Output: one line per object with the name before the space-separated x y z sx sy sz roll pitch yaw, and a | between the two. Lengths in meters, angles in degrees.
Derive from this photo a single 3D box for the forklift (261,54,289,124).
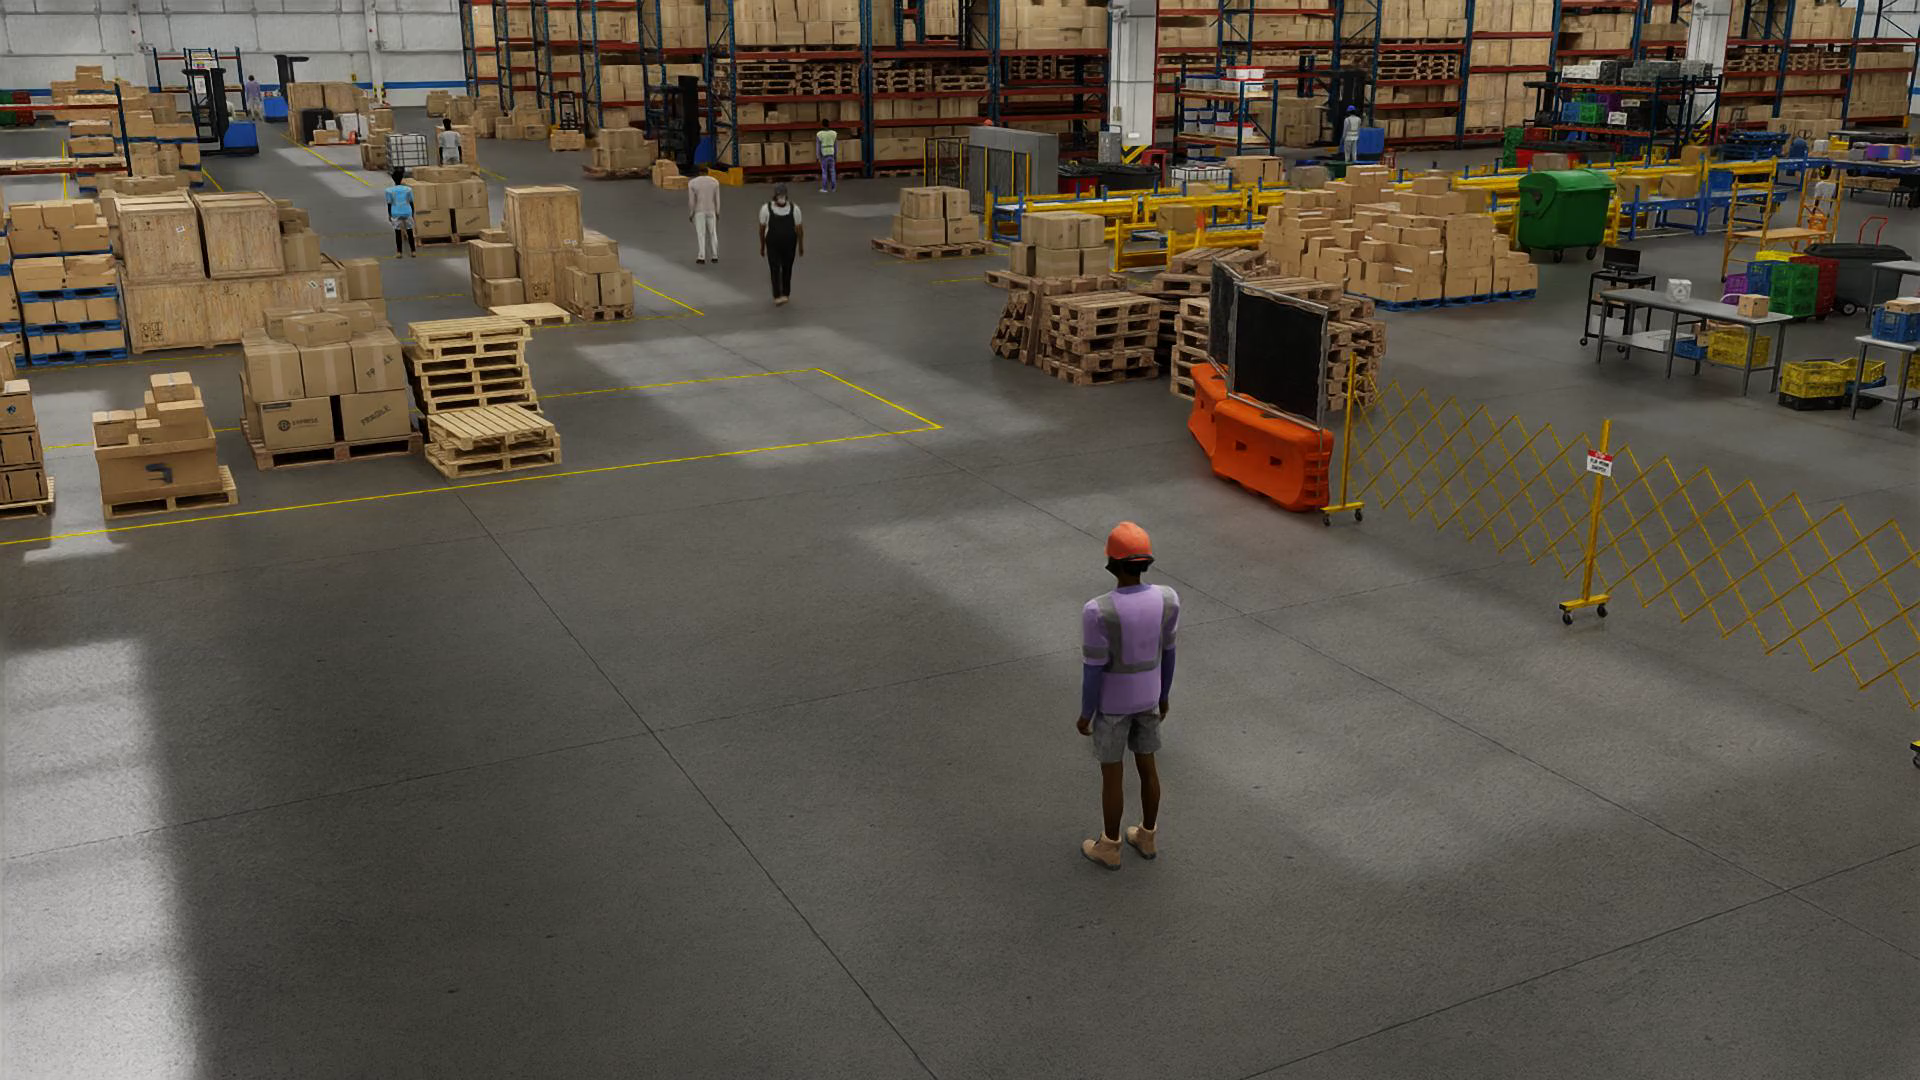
forklift | -28.594 -19.107 70.401 1.873 2.768 1.129 -9 20 -26

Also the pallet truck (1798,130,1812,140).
pallet truck | 25.526 -11.556 49.408 1.630 1.274 0.653 -9 20 -26

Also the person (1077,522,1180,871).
person | 0.930 0.886 9.422 0.606 2.044 0.374 -9 20 -26

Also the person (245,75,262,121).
person | -30.632 -19.175 72.132 0.629 1.940 0.373 -9 20 -26

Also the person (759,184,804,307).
person | -2.912 -4.870 27.372 0.708 2.000 0.988 -4 18 -13

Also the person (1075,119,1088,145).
person | 4.015 -13.722 55.525 0.532 1.694 0.319 -9 20 -26

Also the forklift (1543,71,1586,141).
forklift | 18.685 -13.231 52.085 1.873 2.768 1.129 -9 20 -26

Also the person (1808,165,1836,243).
person | 16.596 -6.294 32.099 0.508 1.865 0.329 -9 20 -26

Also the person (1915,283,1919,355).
person | 13.722 -3.501 23.557 0.522 1.763 0.320 -9 20 -26

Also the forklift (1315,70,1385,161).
forklift | 12.466 -13.437 52.725 1.873 2.768 1.129 16 24 40

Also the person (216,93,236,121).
person | -25.061 -14.292 56.818 0.608 1.995 0.377 -9 20 -26

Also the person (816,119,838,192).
person | -3.535 -10.240 44.330 0.606 1.913 0.388 -9 20 -26

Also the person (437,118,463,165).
person | -13.409 -10.095 43.791 0.602 1.960 0.368 -9 20 -26

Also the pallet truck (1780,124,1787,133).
pallet truck | 25.206 -12.542 52.601 1.601 1.201 0.680 0 18 -2

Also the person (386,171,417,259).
person | -10.959 -6.378 32.629 0.532 1.696 0.319 -9 20 -26

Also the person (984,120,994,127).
person | 0.769 -10.071 43.763 0.542 1.931 0.366 -9 20 -26

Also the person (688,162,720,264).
person | -4.900 -6.265 31.892 0.629 1.936 0.373 -9 20 -26

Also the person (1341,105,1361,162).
person | 11.699 -12.025 49.839 0.601 1.941 0.395 -9 20 -26

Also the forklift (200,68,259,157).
forklift | -24.369 -14.147 54.940 1.873 2.768 1.129 -9 20 -26

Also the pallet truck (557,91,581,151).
pallet truck | -13.495 -14.412 57.188 0.823 1.965 1.885 -3 18 -9

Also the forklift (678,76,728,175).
forklift | -7.910 -12.203 48.879 1.873 2.768 1.129 -9 20 -26
